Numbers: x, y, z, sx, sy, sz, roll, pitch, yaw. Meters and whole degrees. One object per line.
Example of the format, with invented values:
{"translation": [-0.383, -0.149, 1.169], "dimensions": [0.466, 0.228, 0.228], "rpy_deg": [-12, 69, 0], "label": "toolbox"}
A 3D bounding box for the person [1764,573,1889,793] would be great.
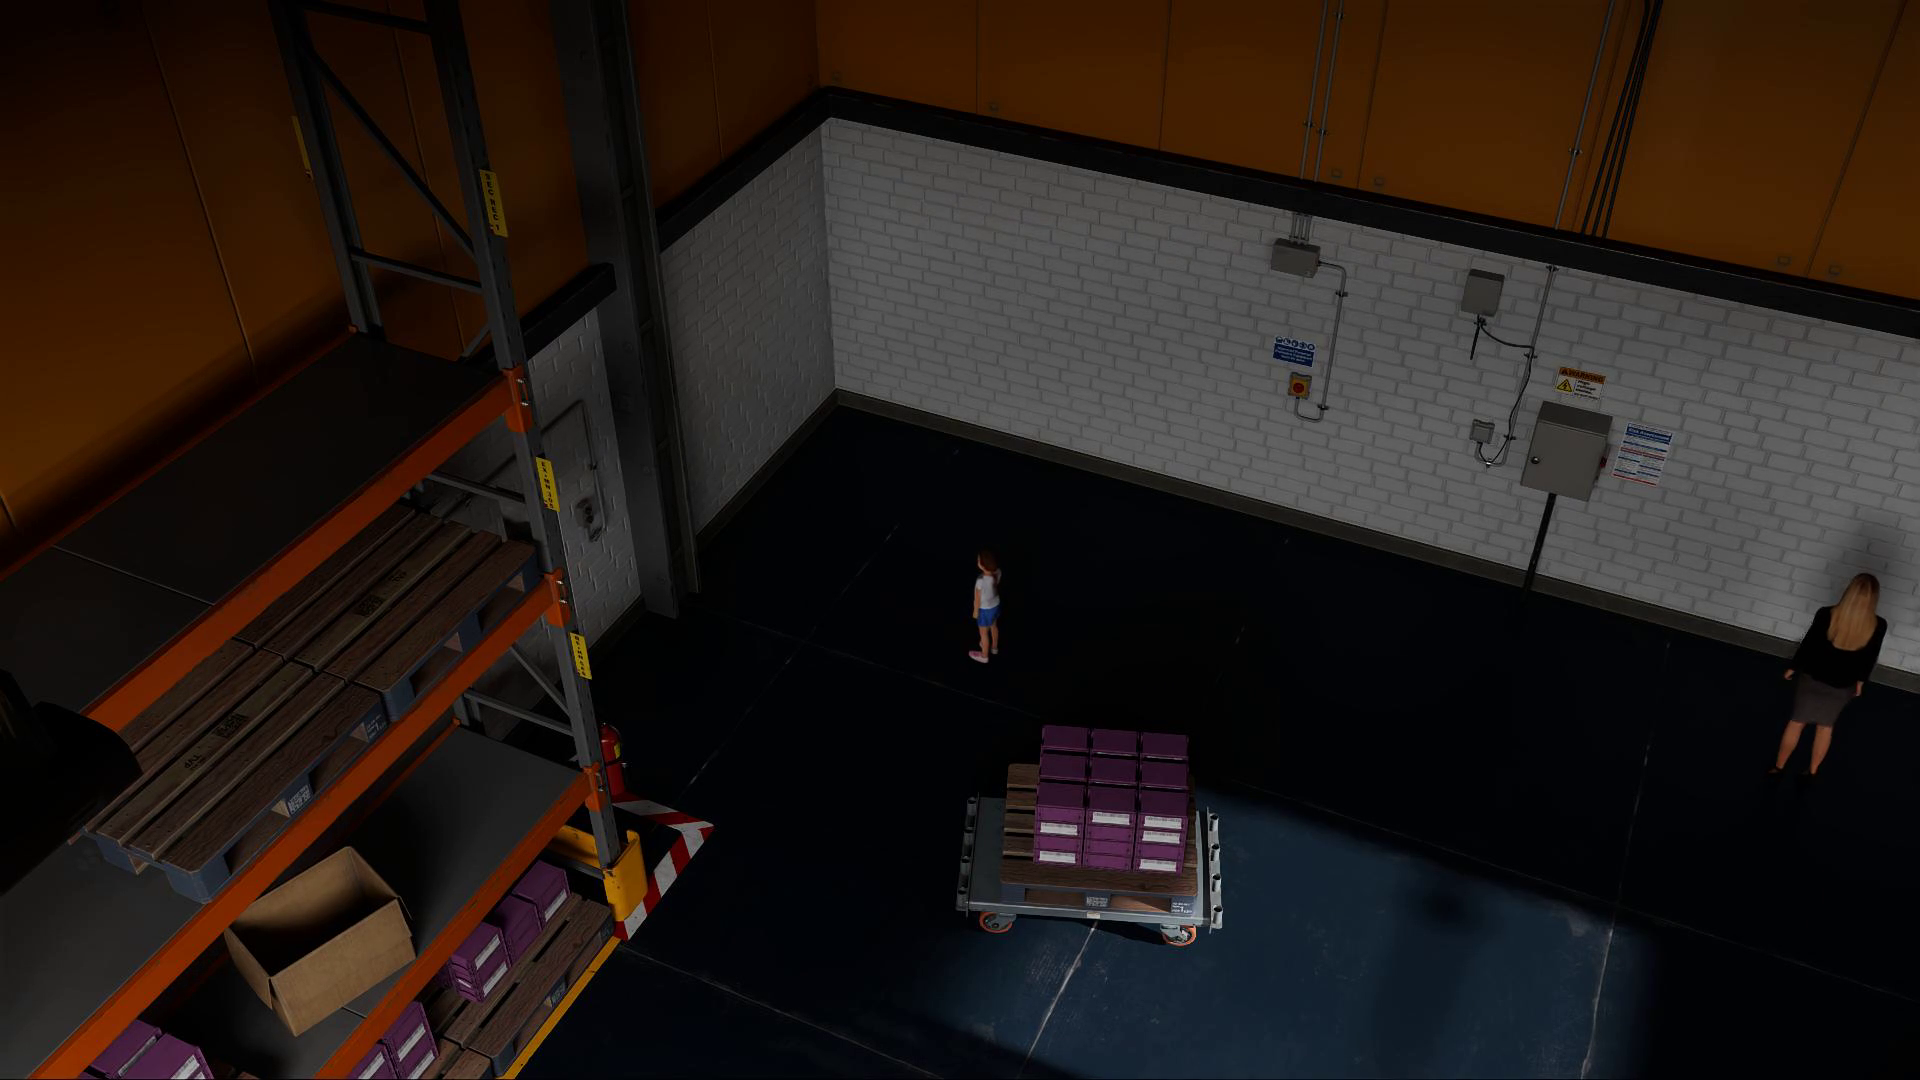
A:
{"translation": [5.720, 0.970, 11.002], "dimensions": [0.659, 1.842, 0.596], "rpy_deg": [10, 40, 12], "label": "person"}

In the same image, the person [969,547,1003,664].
{"translation": [0.207, 0.473, 12.284], "dimensions": [0.502, 1.019, 0.396], "rpy_deg": [24, 45, 27], "label": "person"}
